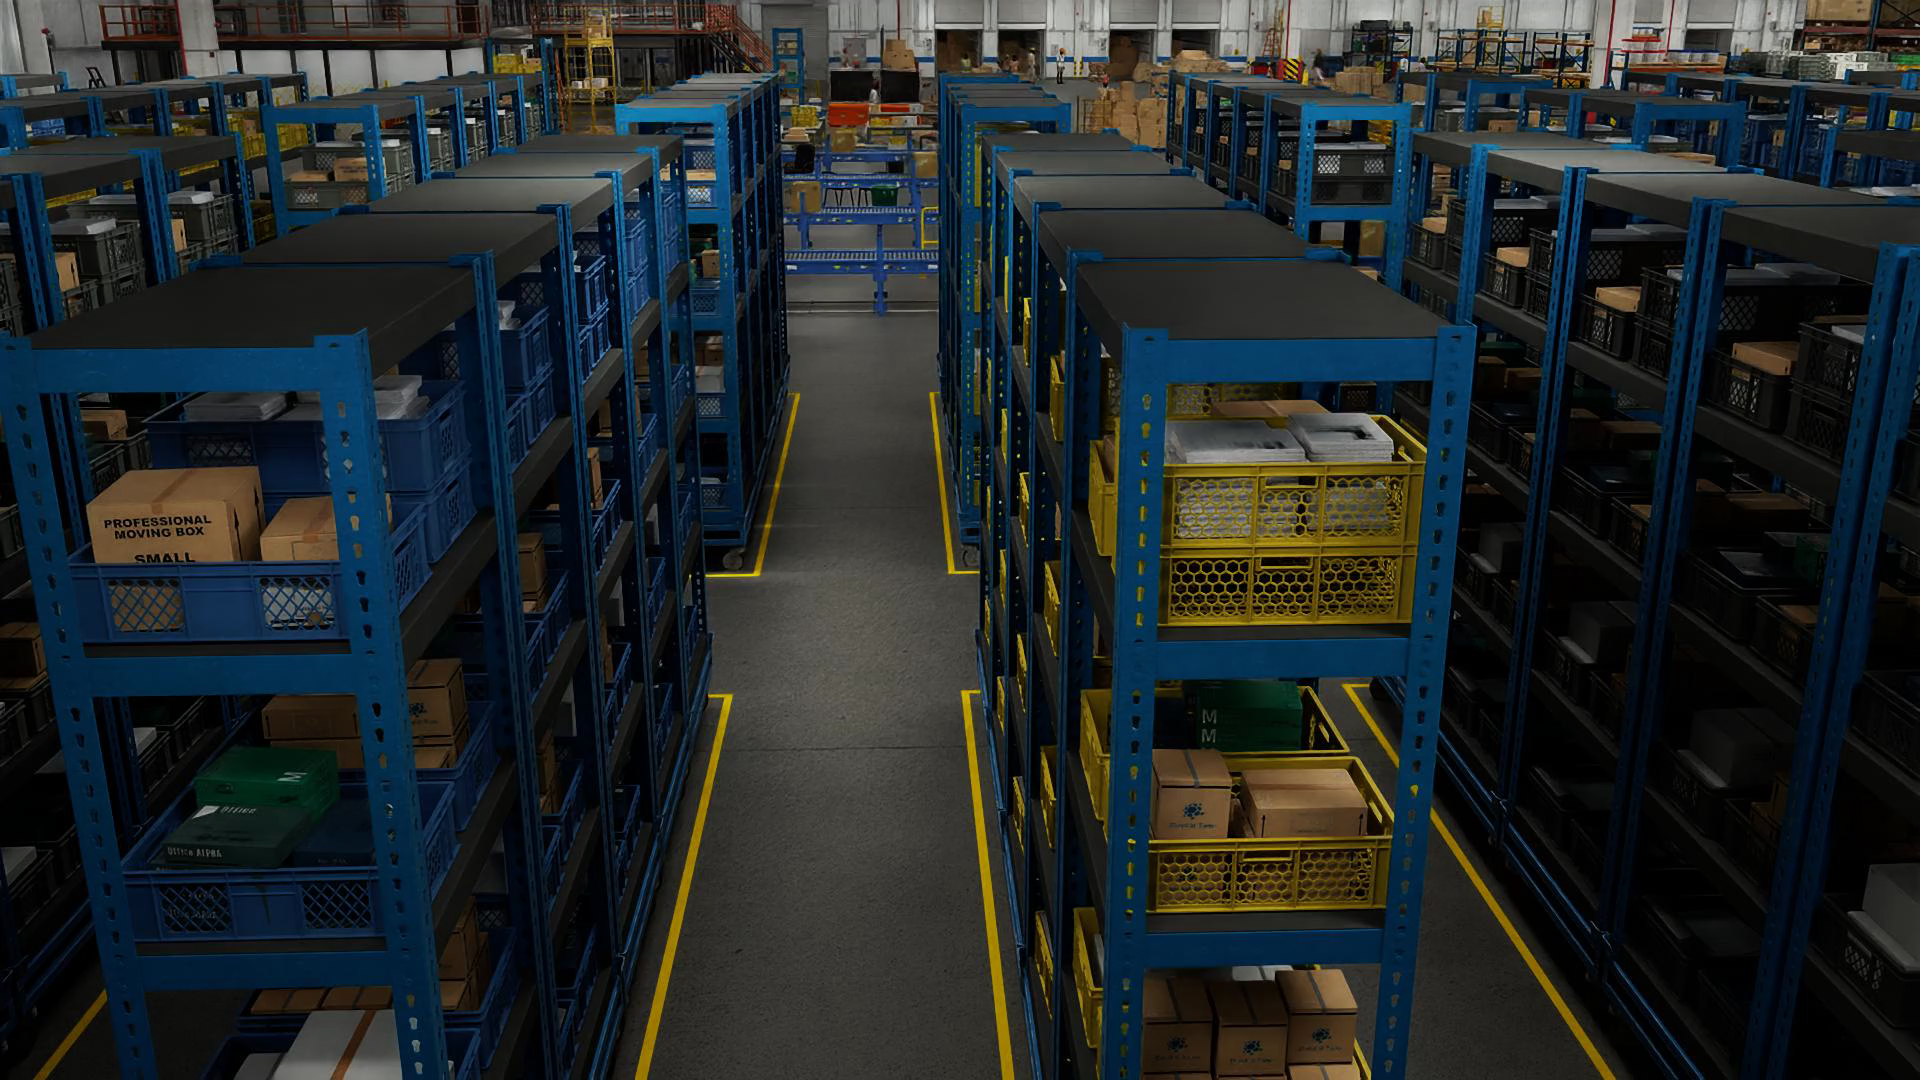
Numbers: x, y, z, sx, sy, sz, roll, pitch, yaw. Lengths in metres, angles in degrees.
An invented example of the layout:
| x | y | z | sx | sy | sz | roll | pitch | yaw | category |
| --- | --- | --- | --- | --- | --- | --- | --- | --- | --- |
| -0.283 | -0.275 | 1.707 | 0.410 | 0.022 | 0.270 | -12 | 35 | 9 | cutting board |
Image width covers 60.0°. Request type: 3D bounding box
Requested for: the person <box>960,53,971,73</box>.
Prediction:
| x | y | z | sx | sy | sz | roll | pitch | yaw | category |
| --- | --- | --- | --- | --- | --- | --- | --- | --- | --- |
| 0.283 | -24.270 | 86.068 | 0.628 | 1.822 | 0.670 | -10 | 20 | -28 | person |

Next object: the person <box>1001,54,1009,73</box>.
| x | y | z | sx | sy | sz | roll | pitch | yaw | category |
| --- | --- | --- | --- | --- | --- | --- | --- | --- | --- |
| 2.210 | -24.727 | 87.644 | 0.835 | 1.712 | 0.619 | 4 | 18 | 12 | person |

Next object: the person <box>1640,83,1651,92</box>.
| x | y | z | sx | sy | sz | roll | pitch | yaw | category |
| --- | --- | --- | --- | --- | --- | --- | --- | --- | --- |
| 26.467 | -17.238 | 64.154 | 0.549 | 1.908 | 0.837 | -12 | 22 | -33 | person |

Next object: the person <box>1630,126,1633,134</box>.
| x | y | z | sx | sy | sz | roll | pitch | yaw | category |
| --- | --- | --- | --- | --- | --- | --- | --- | --- | --- |
| 19.793 | -12.202 | 48.911 | 0.541 | 1.700 | 0.316 | 14 | 23 | 38 | person |

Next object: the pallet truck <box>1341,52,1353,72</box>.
| x | y | z | sx | sy | sz | roll | pitch | yaw | category |
| --- | --- | --- | --- | --- | --- | --- | --- | --- | --- |
| 18.794 | -23.123 | 82.231 | 0.823 | 1.965 | 1.885 | -13 | 22 | -35 | pallet truck |

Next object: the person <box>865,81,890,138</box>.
| x | y | z | sx | sy | sz | roll | pitch | yaw | category |
| --- | --- | --- | --- | --- | --- | --- | --- | --- | --- |
| -2.735 | -14.225 | 54.962 | 0.990 | 1.826 | 0.596 | 0 | 18 | 1 | person |

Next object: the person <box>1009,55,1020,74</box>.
| x | y | z | sx | sy | sz | roll | pitch | yaw | category |
| --- | --- | --- | --- | --- | --- | --- | --- | --- | --- |
| 2.886 | -24.594 | 87.322 | 0.547 | 1.662 | 0.793 | -4 | 18 | -12 | person |

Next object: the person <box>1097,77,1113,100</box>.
| x | y | z | sx | sy | sz | roll | pitch | yaw | category |
| --- | --- | --- | --- | --- | --- | --- | --- | --- | --- |
| 4.933 | -14.690 | 56.279 | 0.566 | 1.898 | 0.887 | 0 | 18 | 1 | person |

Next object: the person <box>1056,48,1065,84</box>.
| x | y | z | sx | sy | sz | roll | pitch | yaw | category |
| --- | --- | --- | --- | --- | --- | --- | --- | --- | --- |
| 5.552 | -26.096 | 91.535 | 0.543 | 1.934 | 0.362 | -15 | 23 | -38 | person |

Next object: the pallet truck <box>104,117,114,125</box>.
| x | y | z | sx | sy | sz | roll | pitch | yaw | category |
| --- | --- | --- | --- | --- | --- | --- | --- | --- | --- |
| -18.367 | -7.885 | 35.078 | 1.885 | 1.965 | 0.823 | 1 | 18 | 2 | pallet truck |

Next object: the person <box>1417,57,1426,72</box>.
| x | y | z | sx | sy | sz | roll | pitch | yaw | category |
| --- | --- | --- | --- | --- | --- | --- | --- | --- | --- |
| 21.806 | -21.864 | 78.584 | 0.429 | 1.842 | 0.633 | 1 | 18 | 4 | person |

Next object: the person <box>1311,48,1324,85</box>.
| x | y | z | sx | sy | sz | roll | pitch | yaw | category |
| --- | --- | --- | --- | --- | --- | --- | --- | --- | --- |
| 19.473 | -25.666 | 90.175 | 0.608 | 1.959 | 0.971 | -17 | 24 | -41 | person |

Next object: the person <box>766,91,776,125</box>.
| x | y | z | sx | sy | sz | roll | pitch | yaw | category |
| --- | --- | --- | --- | --- | --- | --- | --- | --- | --- |
| -6.437 | -14.668 | 56.468 | 0.798 | 1.733 | 0.548 | 11 | 21 | 31 | person |

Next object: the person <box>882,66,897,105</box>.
| x | y | z | sx | sy | sz | roll | pitch | yaw | category |
| --- | --- | --- | --- | --- | --- | --- | --- | --- | --- |
| -2.610 | -17.108 | 63.550 | 0.920 | 2.000 | 0.695 | 3 | 18 | 10 | person |

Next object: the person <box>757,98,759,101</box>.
| x | y | z | sx | sy | sz | roll | pitch | yaw | category |
| --- | --- | --- | --- | --- | --- | --- | --- | --- | --- |
| -5.592 | -11.570 | 46.685 | 0.520 | 1.871 | 0.326 | 6 | 19 | 17 | person |

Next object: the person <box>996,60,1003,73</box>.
| x | y | z | sx | sy | sz | roll | pitch | yaw | category |
| --- | --- | --- | --- | --- | --- | --- | --- | --- | --- |
| 1.713 | -20.776 | 75.254 | 0.972 | 1.829 | 0.528 | 2 | 18 | 6 | person |

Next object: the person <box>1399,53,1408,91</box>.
| x | y | z | sx | sy | sz | roll | pitch | yaw | category |
| --- | --- | --- | --- | --- | --- | --- | --- | --- | --- |
| 22.449 | -23.680 | 84.138 | 0.337 | 1.882 | 0.583 | -6 | 19 | -19 | person |

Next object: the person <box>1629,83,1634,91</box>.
| x | y | z | sx | sy | sz | roll | pitch | yaw | category |
| --- | --- | --- | --- | --- | --- | --- | --- | --- | --- |
| 33.261 | -23.345 | 83.053 | 0.768 | 1.917 | 0.633 | 8 | 20 | 24 | person |

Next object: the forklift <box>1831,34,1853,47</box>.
| x | y | z | sx | sy | sz | roll | pitch | yaw | category |
| --- | --- | --- | --- | --- | --- | --- | --- | --- | --- |
| 44.028 | -23.961 | 83.412 | 1.129 | 2.768 | 1.873 | -1 | 18 | -2 | forklift |

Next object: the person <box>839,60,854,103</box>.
| x | y | z | sx | sy | sz | roll | pitch | yaw | category |
| --- | --- | --- | --- | --- | --- | --- | --- | --- | --- |
| -4.889 | -19.948 | 72.576 | 0.639 | 1.890 | 1.003 | -9 | 20 | -26 | person |

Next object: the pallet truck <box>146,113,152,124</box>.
| x | y | z | sx | sy | sz | roll | pitch | yaw | category |
| --- | --- | --- | --- | --- | --- | --- | --- | --- | --- |
| -18.087 | -8.309 | 36.390 | 1.885 | 1.965 | 0.823 | -1 | 18 | -4 | pallet truck |

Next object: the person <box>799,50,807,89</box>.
| x | y | z | sx | sy | sz | roll | pitch | yaw | category |
| --- | --- | --- | --- | --- | --- | --- | --- | --- | --- |
| -8.142 | -24.362 | 86.146 | 0.404 | 1.945 | 0.615 | 9 | 20 | 27 | person |

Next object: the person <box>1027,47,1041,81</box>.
| x | y | z | sx | sy | sz | roll | pitch | yaw | category |
| --- | --- | --- | --- | --- | --- | --- | --- | --- | --- |
| 4.145 | -26.853 | 93.952 | 1.004 | 1.876 | 0.604 | 7 | 19 | 21 | person |

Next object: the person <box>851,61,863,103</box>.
| x | y | z | sx | sy | sz | roll | pitch | yaw | category |
| --- | --- | --- | --- | --- | --- | --- | --- | --- | --- |
| -4.350 | -18.708 | 68.531 | 0.855 | 2.015 | 0.616 | -13 | 22 | -34 | person |

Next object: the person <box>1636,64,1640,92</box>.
| x | y | z | sx | sy | sz | roll | pitch | yaw | category |
| --- | --- | --- | --- | --- | --- | --- | --- | --- | --- |
| 32.760 | -22.299 | 79.951 | 0.514 | 1.836 | 0.351 | 11 | 21 | 31 | person |

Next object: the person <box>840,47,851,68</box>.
| x | y | z | sx | sy | sz | roll | pitch | yaw | category |
| --- | --- | --- | --- | --- | --- | --- | --- | --- | --- |
| -6.180 | -25.705 | 90.247 | 0.655 | 1.975 | 0.567 | 8 | 19 | 22 | person |

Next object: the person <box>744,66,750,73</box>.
| x | y | z | sx | sy | sz | roll | pitch | yaw | category |
| --- | --- | --- | --- | --- | --- | --- | --- | --- | --- |
| -8.467 | -17.810 | 65.919 | 0.385 | 1.917 | 0.584 | 12 | 21 | 32 | person |
